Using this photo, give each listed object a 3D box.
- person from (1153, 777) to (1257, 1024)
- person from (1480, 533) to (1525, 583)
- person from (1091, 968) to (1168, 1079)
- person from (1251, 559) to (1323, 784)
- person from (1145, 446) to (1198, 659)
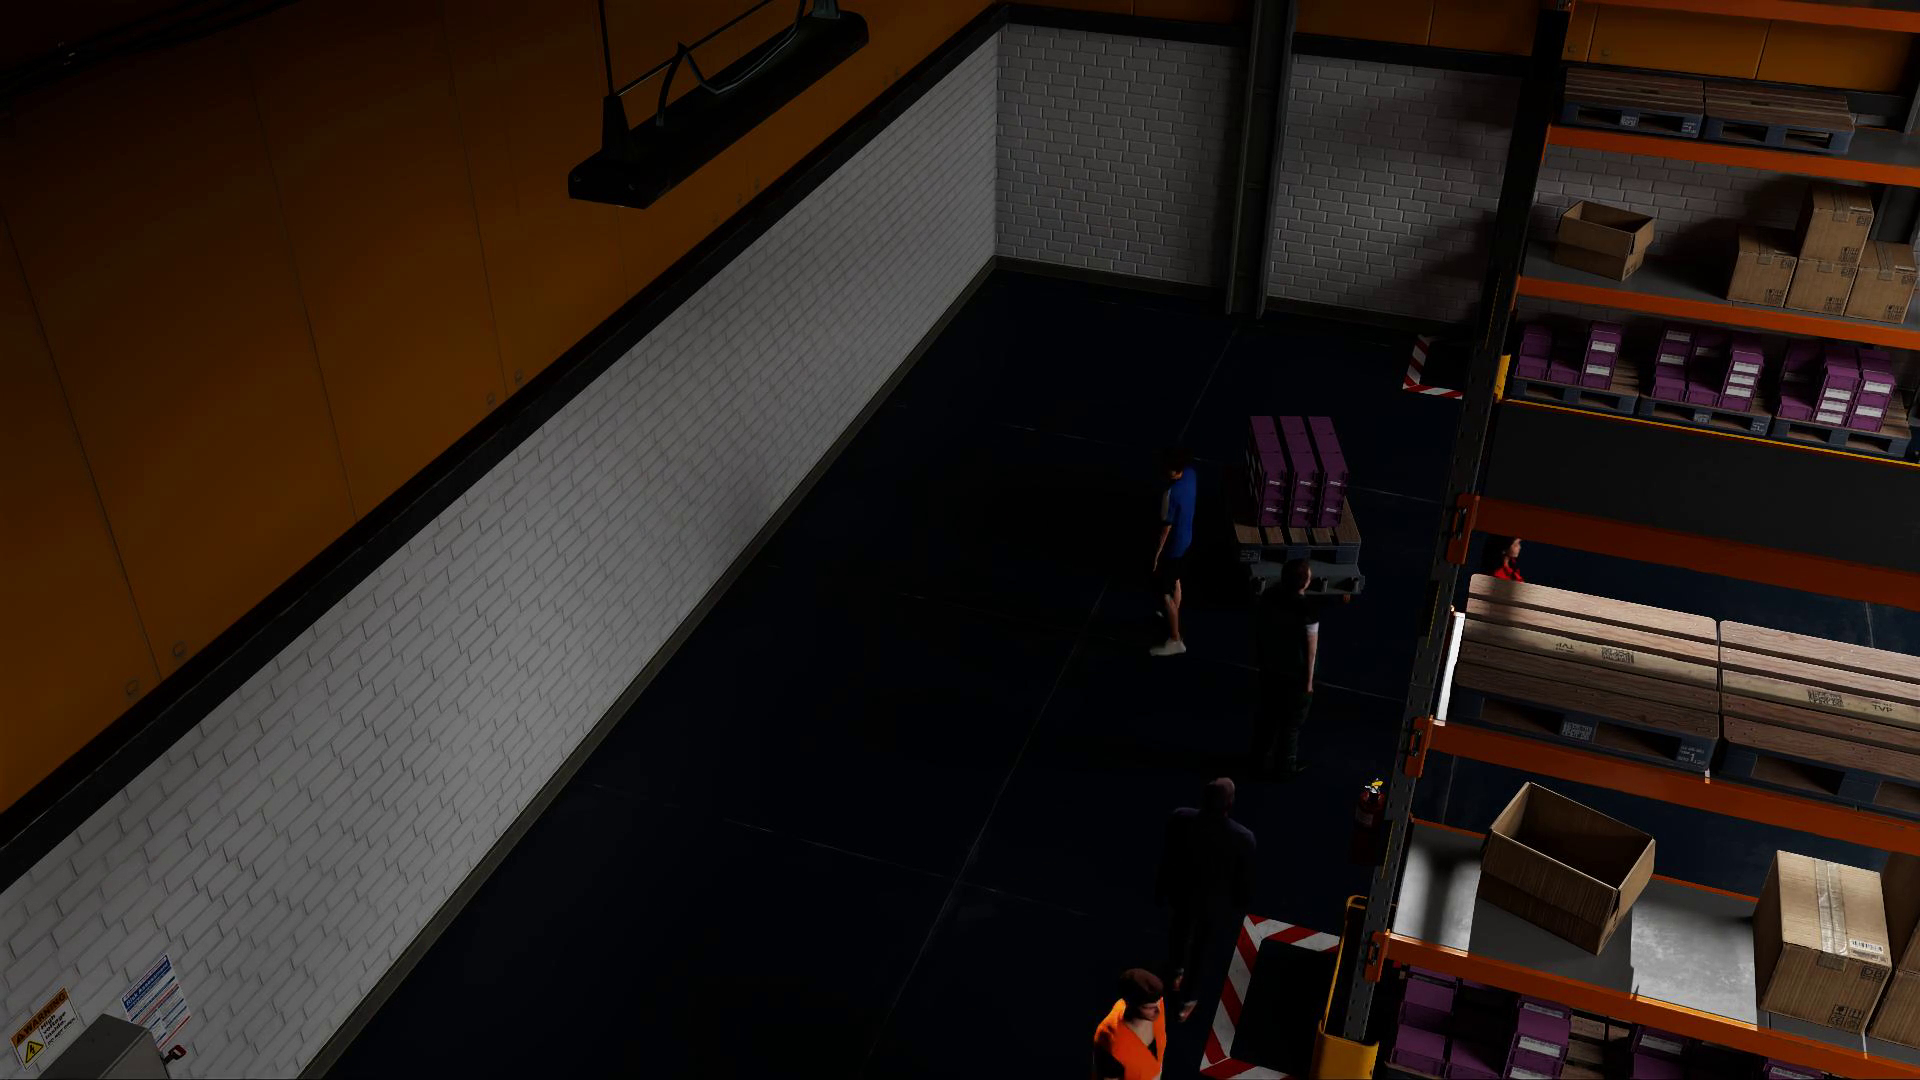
[{"bbox_3d":[1.379,2.153,9.712,0.660,1.803,0.793,13,36,19],"label":"person"},{"bbox_3d":[3.821,0.645,12.031,0.586,1.747,0.597,12,35,17],"label":"person"},{"bbox_3d":[0.778,2.815,8.647,0.780,1.878,0.804,23,40,30],"label":"person"},{"bbox_3d":[2.275,0.890,11.576,0.791,1.843,0.672,-29,43,-36],"label":"person"},{"bbox_3d":[1.650,0.018,12.881,0.671,1.851,0.811,25,41,33],"label":"person"}]
